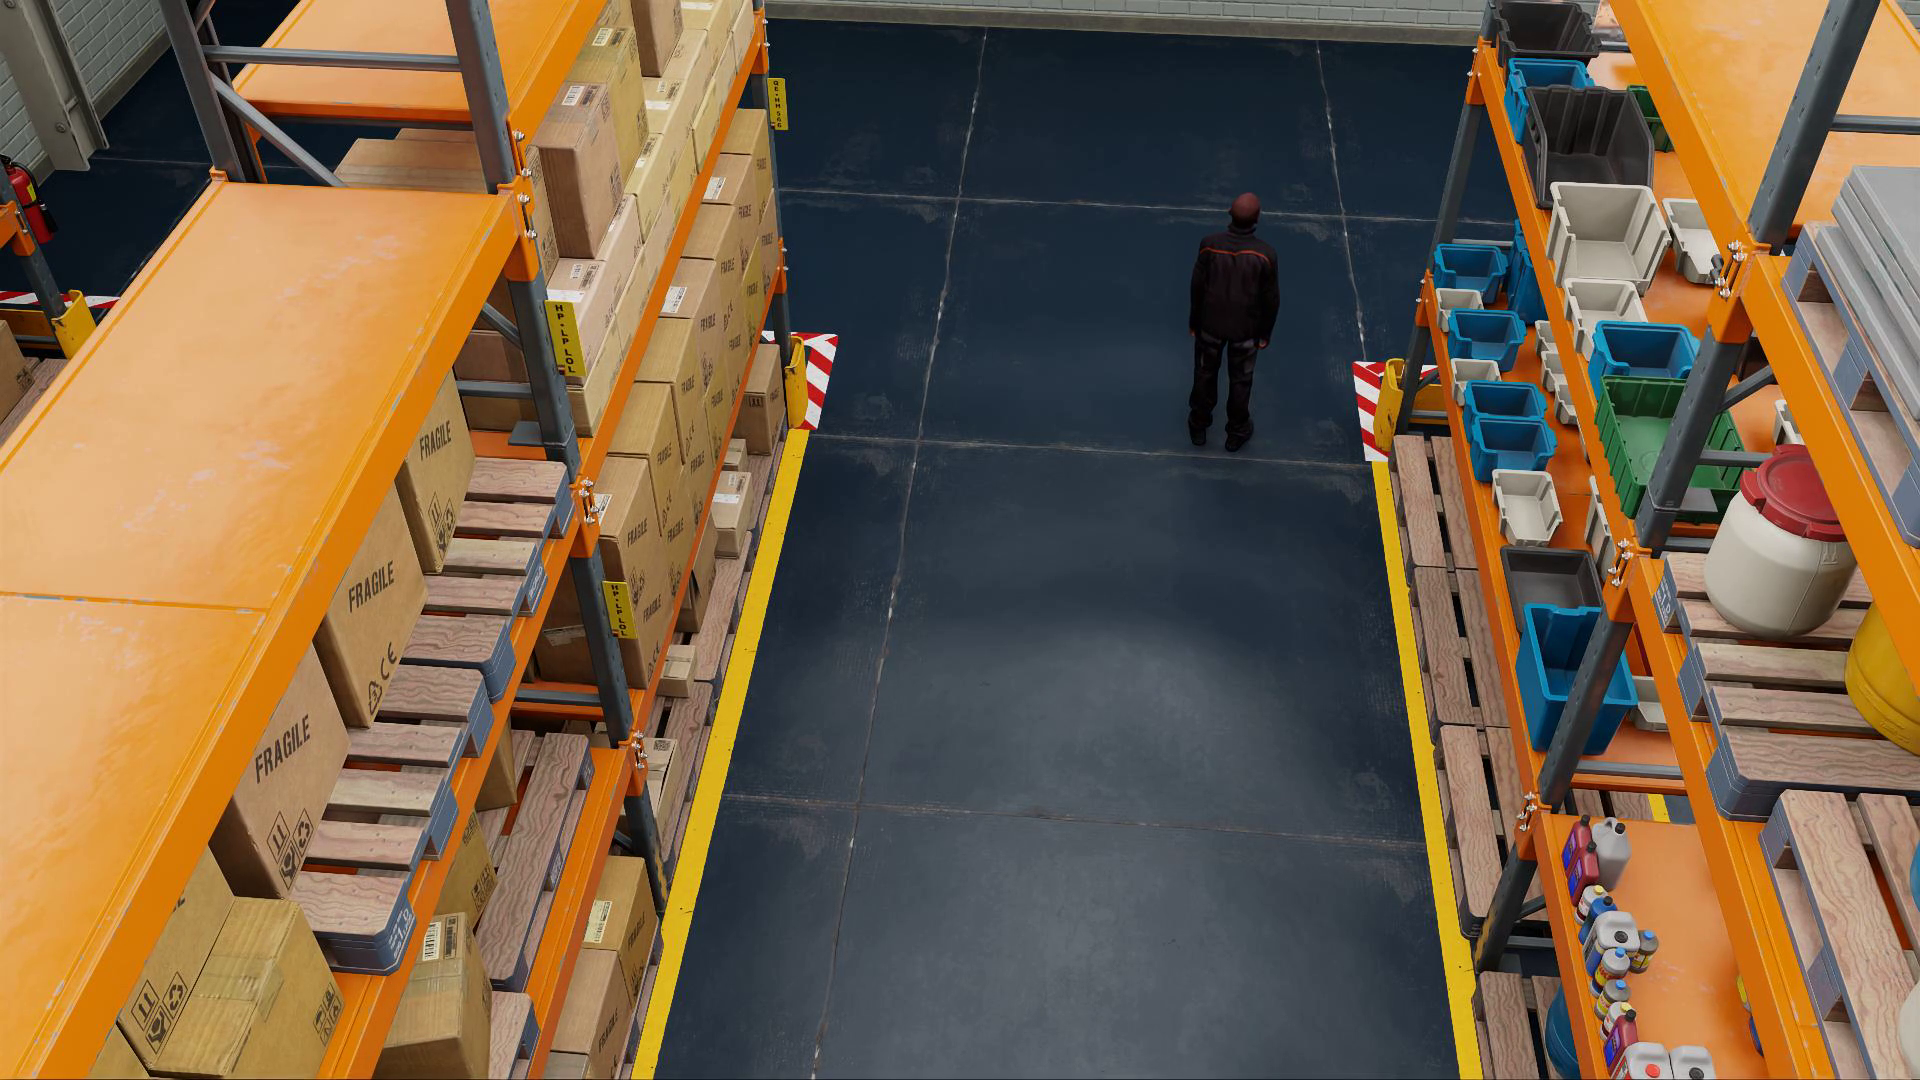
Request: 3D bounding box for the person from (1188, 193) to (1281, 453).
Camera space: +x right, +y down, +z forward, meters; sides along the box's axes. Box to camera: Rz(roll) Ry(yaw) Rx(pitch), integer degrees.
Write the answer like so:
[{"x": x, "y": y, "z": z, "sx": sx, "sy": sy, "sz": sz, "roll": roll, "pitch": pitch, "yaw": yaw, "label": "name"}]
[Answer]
[{"x": 1.671, "y": -1.347, "z": 10.316, "sx": 0.753, "sy": 1.825, "sz": 0.675, "roll": 12, "pitch": 44, "yaw": 12, "label": "person"}]
